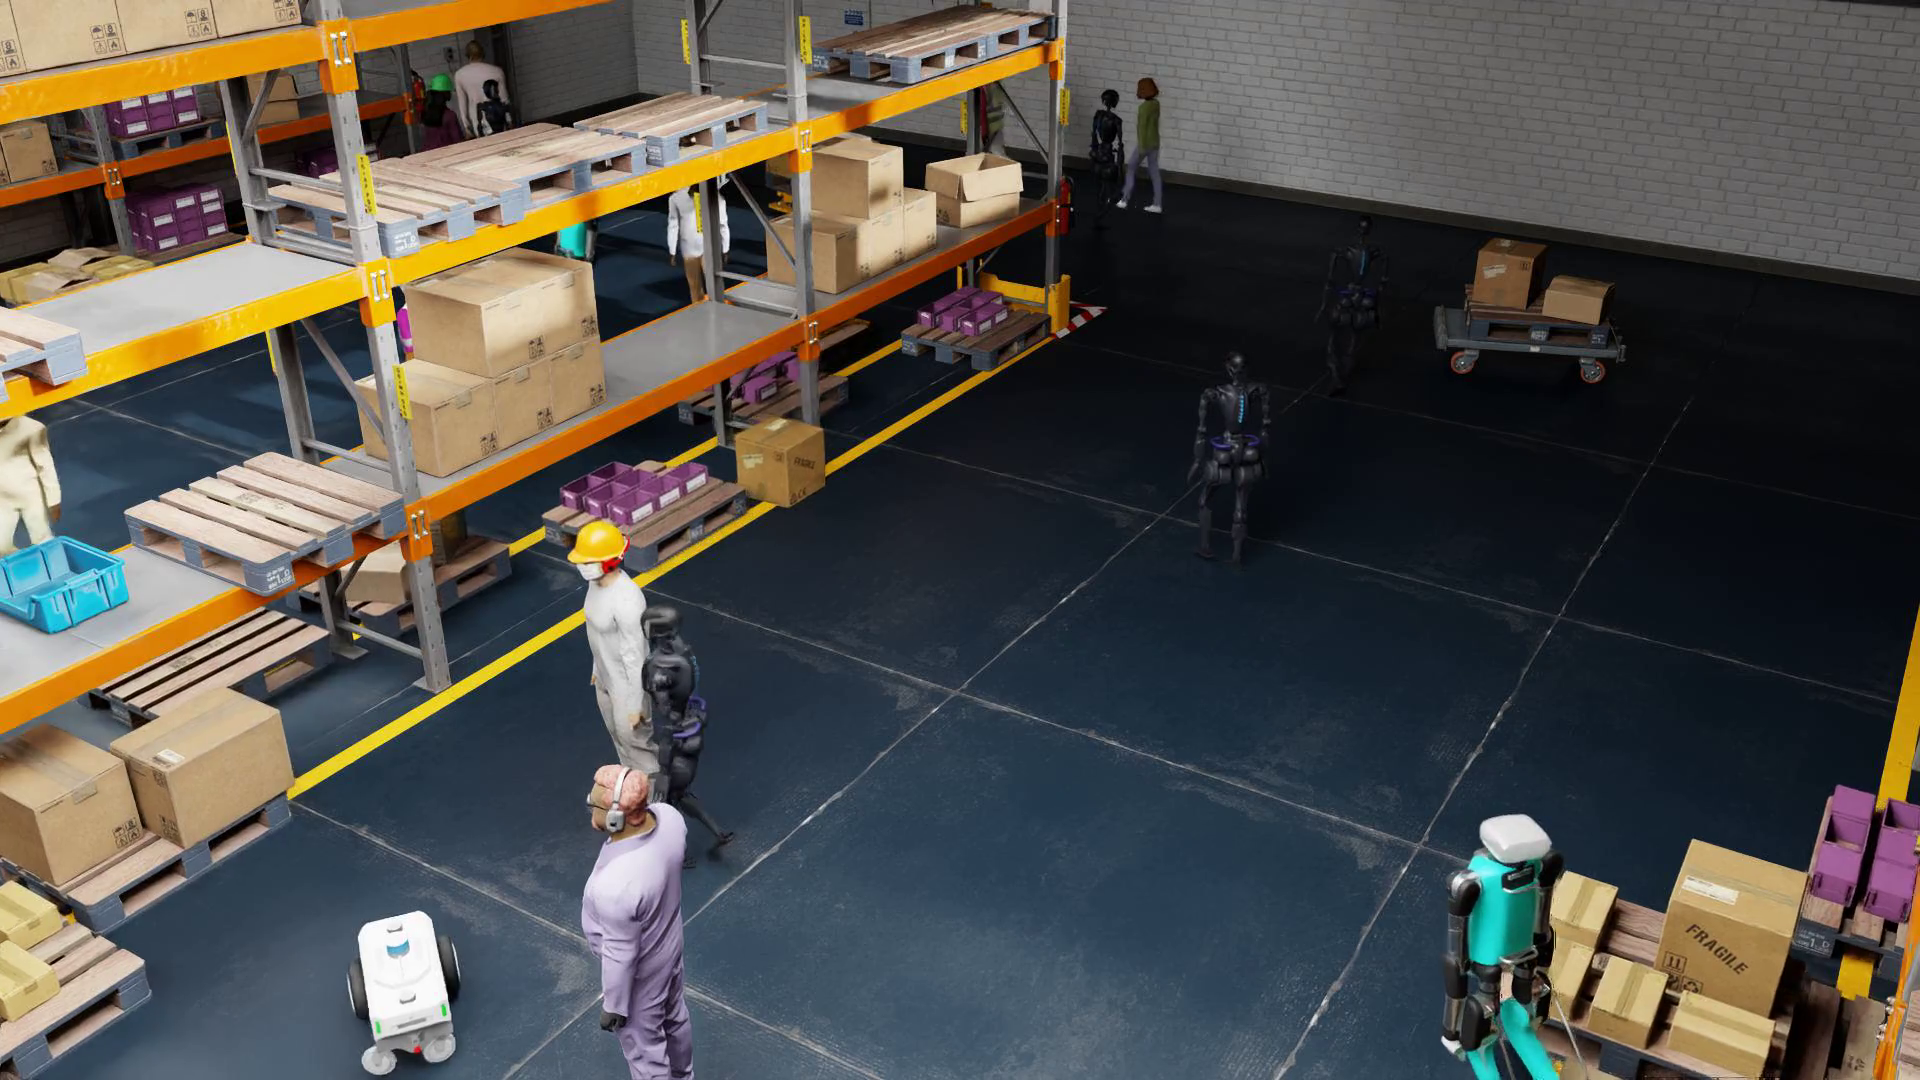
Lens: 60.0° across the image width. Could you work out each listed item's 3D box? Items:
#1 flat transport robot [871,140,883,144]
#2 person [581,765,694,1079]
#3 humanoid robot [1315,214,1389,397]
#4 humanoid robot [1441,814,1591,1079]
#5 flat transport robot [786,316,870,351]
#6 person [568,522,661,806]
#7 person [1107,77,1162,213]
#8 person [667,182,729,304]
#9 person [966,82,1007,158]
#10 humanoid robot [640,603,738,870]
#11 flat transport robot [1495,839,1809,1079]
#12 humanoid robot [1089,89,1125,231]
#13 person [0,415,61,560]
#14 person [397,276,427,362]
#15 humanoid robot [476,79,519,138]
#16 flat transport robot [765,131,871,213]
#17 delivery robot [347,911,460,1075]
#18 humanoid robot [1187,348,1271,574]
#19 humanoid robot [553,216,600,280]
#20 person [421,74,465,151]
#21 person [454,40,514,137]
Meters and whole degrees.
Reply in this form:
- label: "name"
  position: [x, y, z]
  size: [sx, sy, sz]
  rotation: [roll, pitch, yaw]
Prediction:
- label: "flat transport robot"
  position: [-1.297, -5.124, 22.295]
  size: [0.659, 0.231, 1.431]
  rotation: [-6, 28, -12]
- label: "person"
  position: [-1.351, 1.746, 6.946]
  size: [0.411, 1.913, 0.641]
  rotation: [5, 27, 10]
- label: "humanoid robot"
  position: [3.468, -2.048, 14.683]
  size: [0.599, 1.638, 0.440]
  rotation: [0, 27, 0]
- label: "humanoid robot"
  position: [2.254, 2.002, 6.640]
  size: [0.533, 1.783, 0.747]
  rotation: [-12, 29, -23]
- label: "flat transport robot"
  position: [-1.543, -1.971, 16.081]
  size: [0.659, 0.231, 1.431]
  rotation: [16, 31, 29]
- label: "person"
  position: [-1.835, 0.753, 8.928]
  size: [0.379, 1.888, 0.562]
  rotation: [-16, 31, -28]
- label: "person"
  position: [2.172, -4.790, 20.149]
  size: [0.774, 1.598, 0.532]
  rotation: [17, 32, 30]
- label: "person"
  position: [-2.530, -2.778, 16.050]
  size: [0.582, 1.730, 0.613]
  rotation: [0, 27, 0]
- label: "person"
  position: [0.339, -5.109, 20.609]
  size: [0.815, 1.782, 0.645]
  rotation: [13, 30, 24]
- label: "humanoid robot"
  position: [-1.419, 1.043, 8.609]
  size: [0.405, 1.645, 0.612]
  rotation: [0, 27, 0]
- label: "flat transport robot"
  position: [3.077, 2.316, 7.635]
  size: [0.659, 0.231, 1.431]
  rotation: [16, 31, 28]
- label: "humanoid robot"
  position: [1.676, -4.406, 19.322]
  size: [0.380, 1.652, 0.590]
  rotation: [-17, 32, -30]
- label: "person"
  position: [-6.310, -0.282, 11.120]
  size: [0.589, 1.738, 0.389]
  rotation: [-1, 27, -2]
- label: "person"
  position: [-4.165, -1.305, 13.028]
  size: [0.340, 1.846, 0.509]
  rotation: [11, 29, 20]
- label: "humanoid robot"
  position: [-5.464, -4.705, 19.977]
  size: [0.595, 1.652, 0.710]
  rotation: [9, 28, 17]
- label: "flat transport robot"
  position: [-1.605, -4.250, 20.572]
  size: [1.431, 0.231, 0.659]
  rotation: [-24, 35, -38]
- label: "delivery robot"
  position: [-2.612, 2.087, 7.790]
  size: [0.525, 0.614, 0.785]
  rotation: [-11, 29, -20]
- label: "humanoid robot"
  position: [1.915, -0.582, 11.791]
  size: [0.595, 1.644, 0.463]
  rotation: [-5, 27, -11]
- label: "humanoid robot"
  position: [-3.622, -2.234, 15.017]
  size: [0.542, 1.808, 0.809]
  rotation: [20, 33, 34]
- label: "person"
  position: [-5.730, -4.327, 18.911]
  size: [0.511, 1.912, 0.855]
  rotation: [21, 34, 35]
- label: "person"
  position: [-5.909, -5.233, 20.689]
  size: [0.632, 1.916, 0.839]
  rotation: [1, 27, 2]
